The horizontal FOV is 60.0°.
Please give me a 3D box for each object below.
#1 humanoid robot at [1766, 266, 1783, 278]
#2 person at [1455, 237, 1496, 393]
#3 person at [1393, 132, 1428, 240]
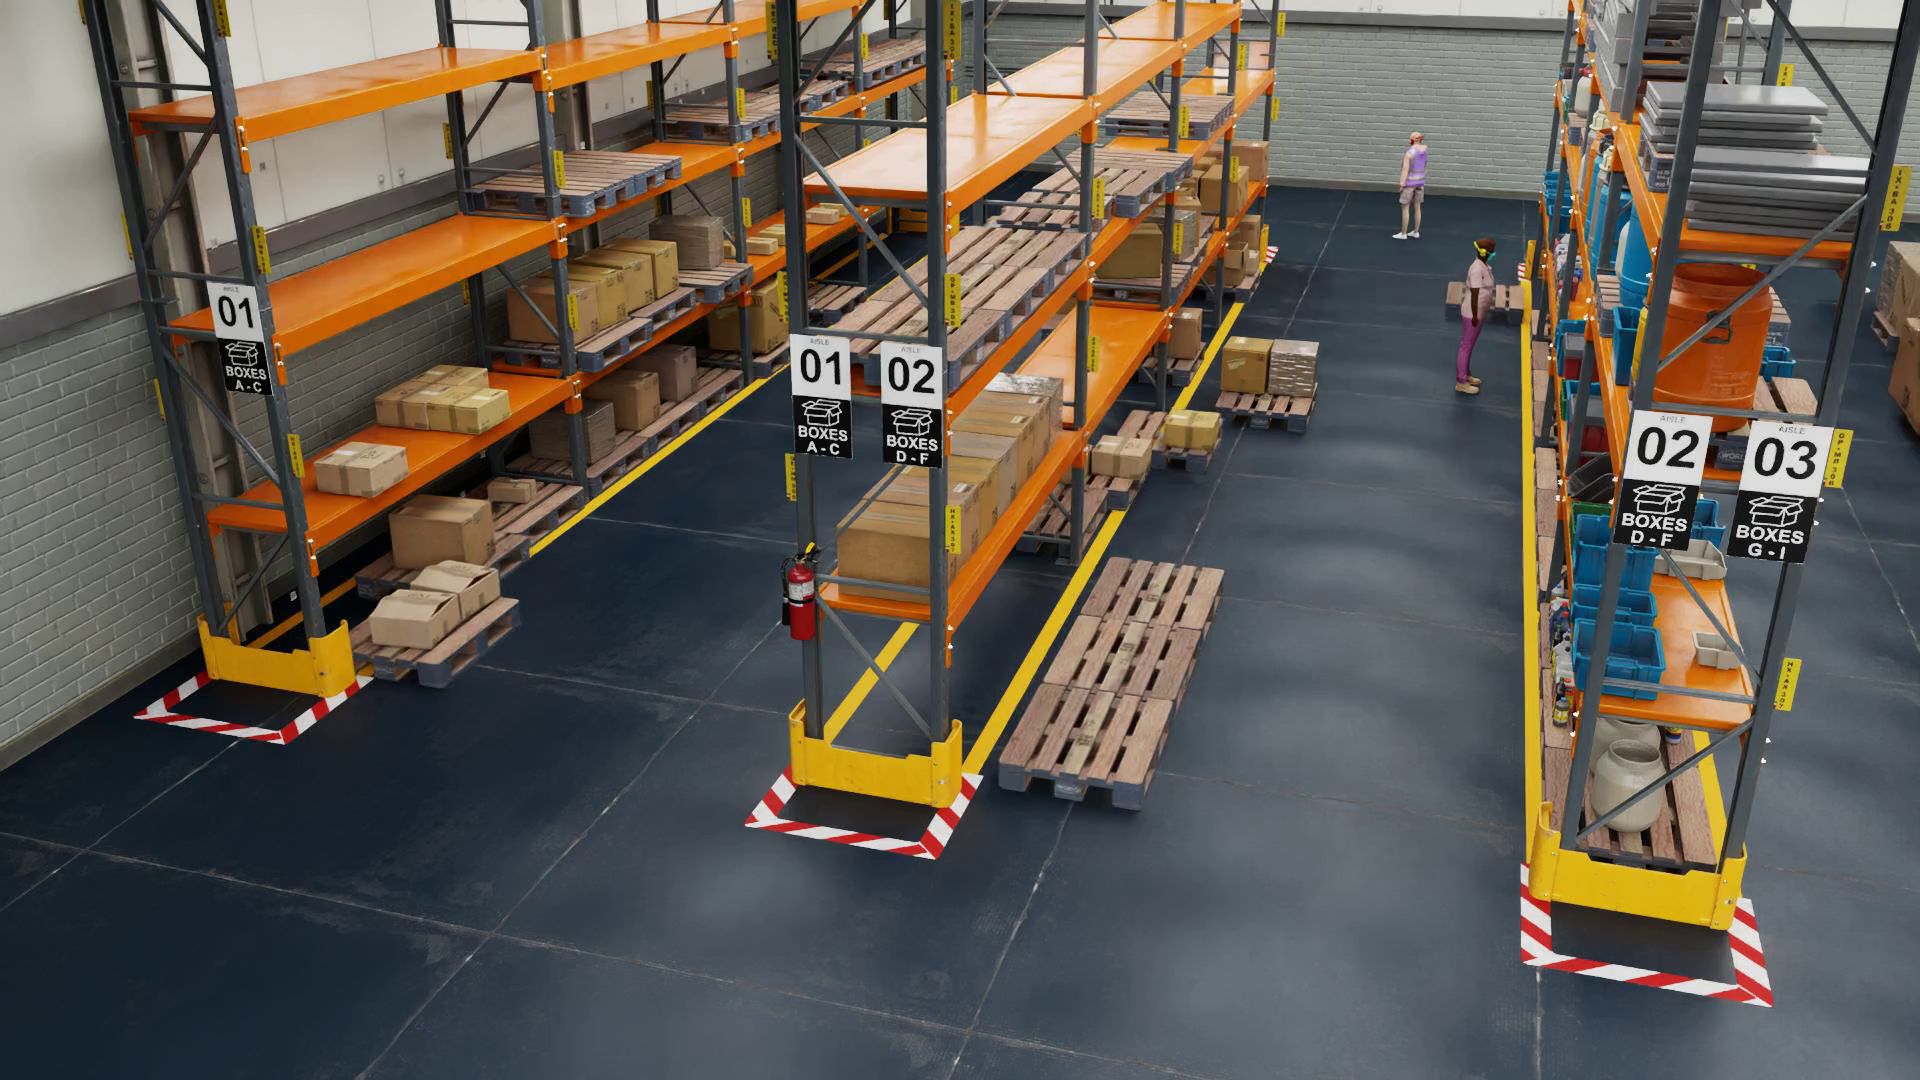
[{"bbox_3d":[11.780,-4.668,24.253,0.609,1.636,0.654,-20,30,-38],"label":"humanoid robot"},{"bbox_3d":[5.993,-2.624,19.325,0.332,1.800,0.514,9,25,20],"label":"person"},{"bbox_3d":[7.183,-5.619,26.413,0.491,1.688,0.347,-13,27,-28],"label":"person"}]
